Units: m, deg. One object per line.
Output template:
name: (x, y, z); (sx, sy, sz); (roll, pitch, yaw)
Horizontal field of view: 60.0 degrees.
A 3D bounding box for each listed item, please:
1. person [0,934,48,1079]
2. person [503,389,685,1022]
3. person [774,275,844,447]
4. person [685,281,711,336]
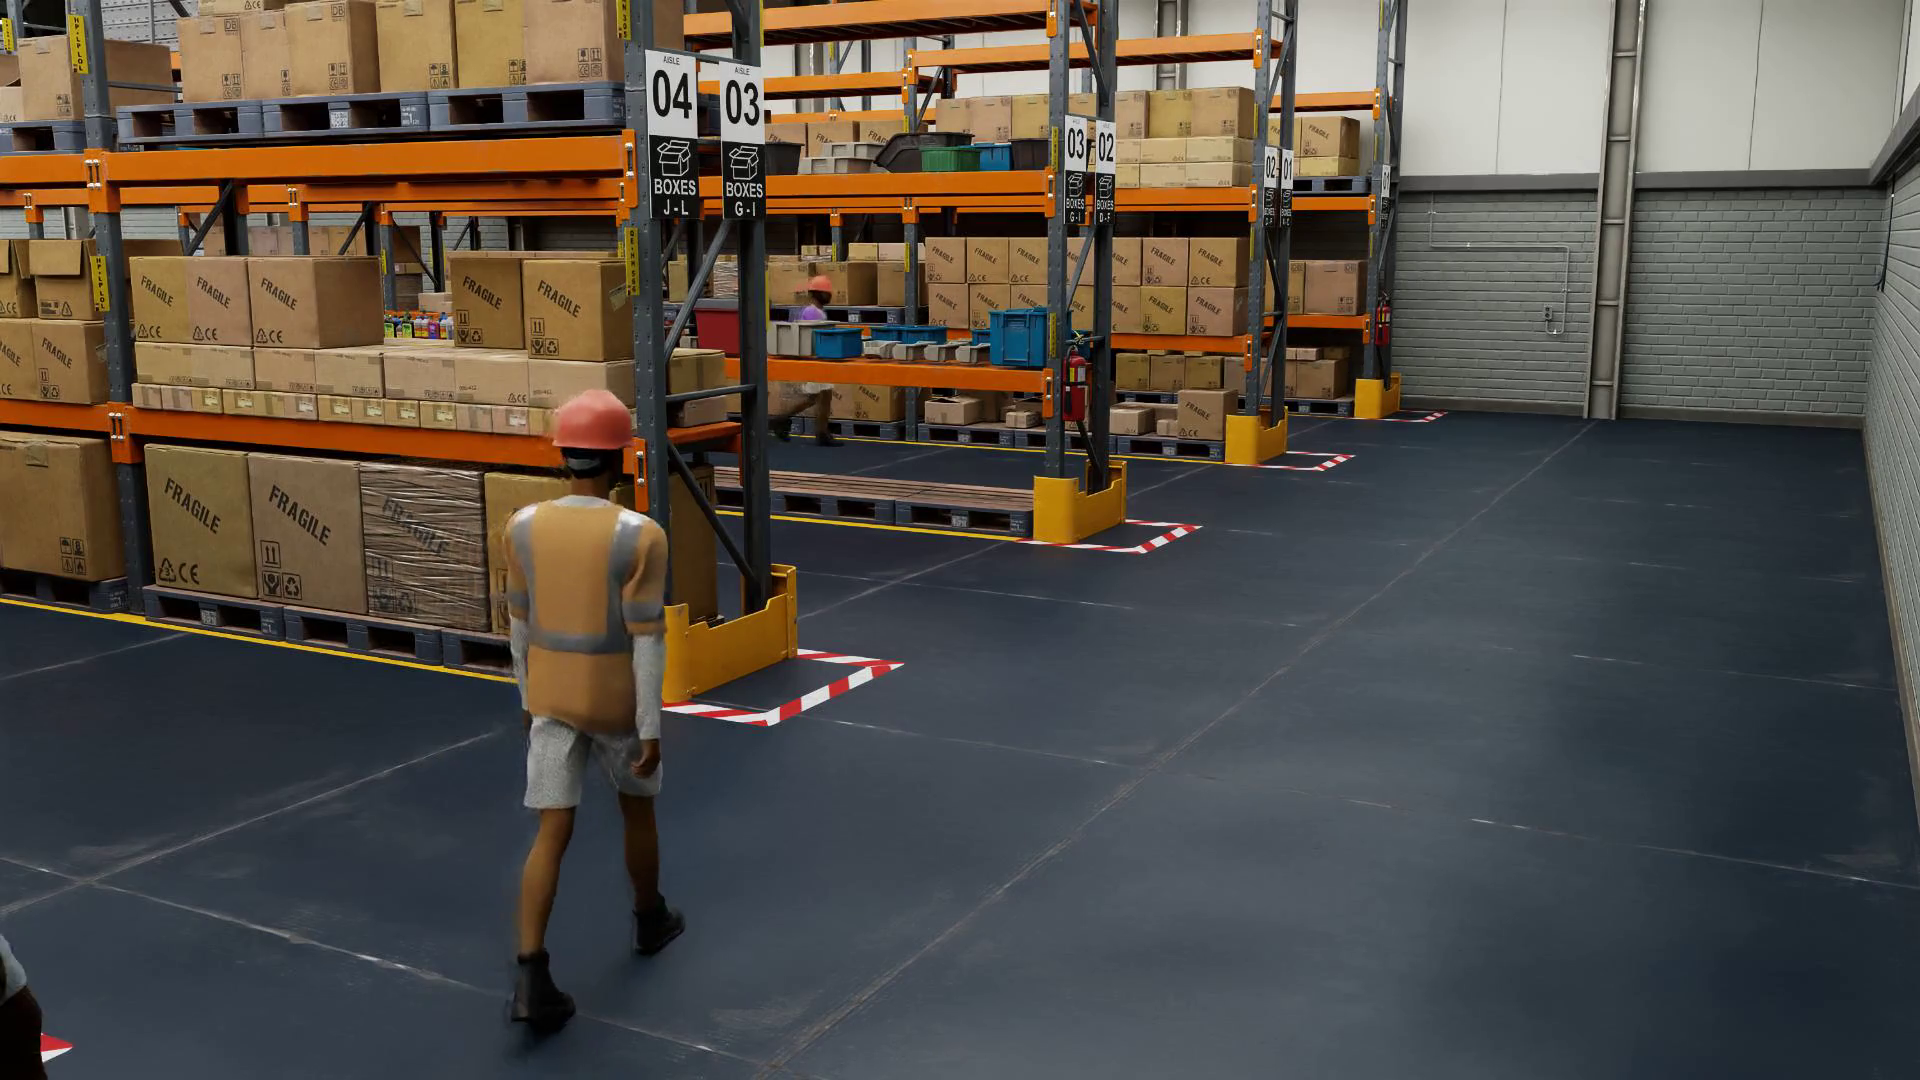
person: (-2.297, 0.770, 3.576); (0.952, 1.883, 0.575); (-7, 13, -34)
person: (-1.153, 0.490, 5.095); (0.561, 1.896, 0.974); (2, 11, 12)
person: (-1.675, -1.976, 18.463); (0.692, 1.917, 0.548); (3, 11, 17)
person: (-2.867, -1.968, 18.545); (0.328, 1.872, 0.515); (5, 12, 27)
